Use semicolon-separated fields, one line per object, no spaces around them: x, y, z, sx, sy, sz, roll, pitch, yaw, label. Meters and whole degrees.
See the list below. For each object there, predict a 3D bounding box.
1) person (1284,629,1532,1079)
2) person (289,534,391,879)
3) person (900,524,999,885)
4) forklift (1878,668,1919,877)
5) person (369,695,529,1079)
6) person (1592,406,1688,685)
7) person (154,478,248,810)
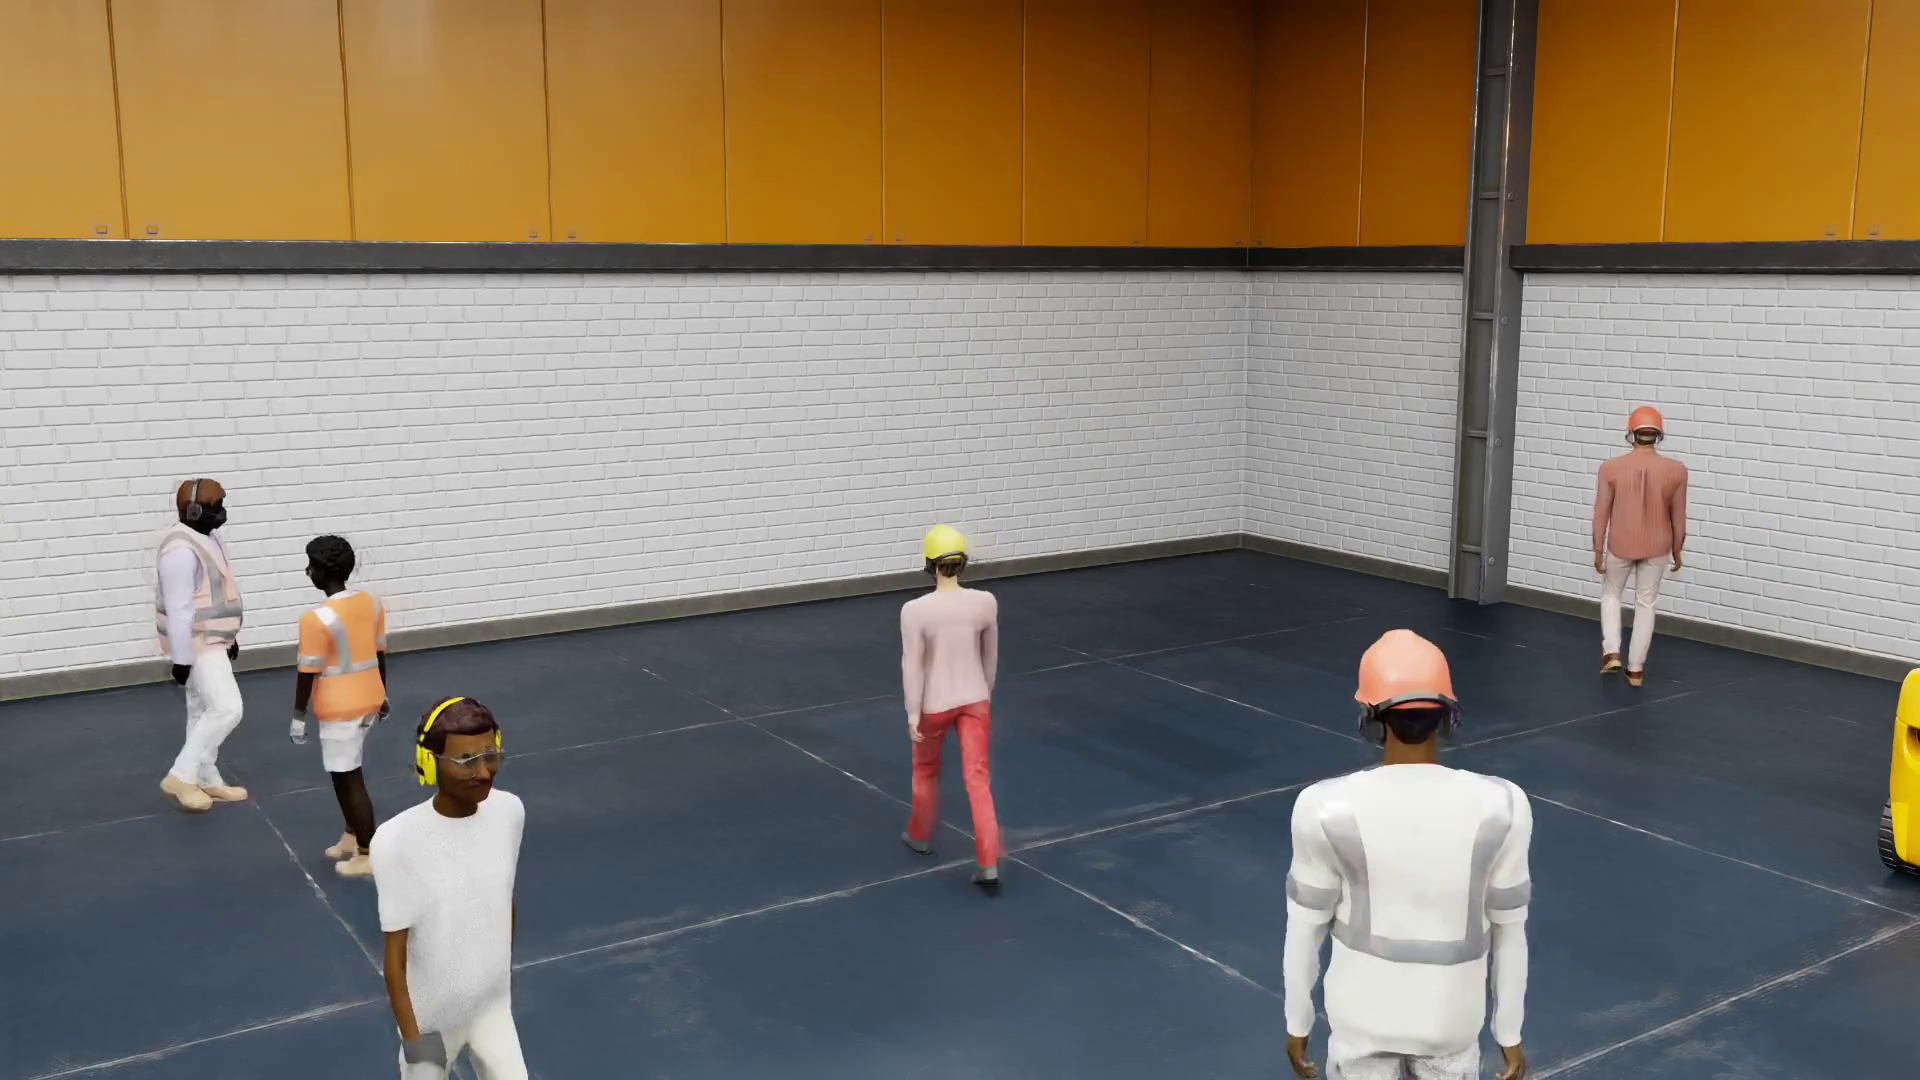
1.163;1.242;4.371;0.628;2.024;0.491;1;9;7;person
-3.030;0.805;8.015;0.526;1.676;0.556;2;10;14;person
-0.034;0.782;8.068;0.530;1.720;0.918;-3;10;-20;person
5.511;0.571;7.906;2.313;2.155;1.214;-6;11;-33;forklift
-1.326;1.318;4.523;0.983;1.818;0.505;8;13;41;person
4.785;0.044;11.726;0.628;1.979;0.428;3;10;17;person
-4.107;0.569;9.033;0.437;1.830;0.643;-3;10;-15;person
